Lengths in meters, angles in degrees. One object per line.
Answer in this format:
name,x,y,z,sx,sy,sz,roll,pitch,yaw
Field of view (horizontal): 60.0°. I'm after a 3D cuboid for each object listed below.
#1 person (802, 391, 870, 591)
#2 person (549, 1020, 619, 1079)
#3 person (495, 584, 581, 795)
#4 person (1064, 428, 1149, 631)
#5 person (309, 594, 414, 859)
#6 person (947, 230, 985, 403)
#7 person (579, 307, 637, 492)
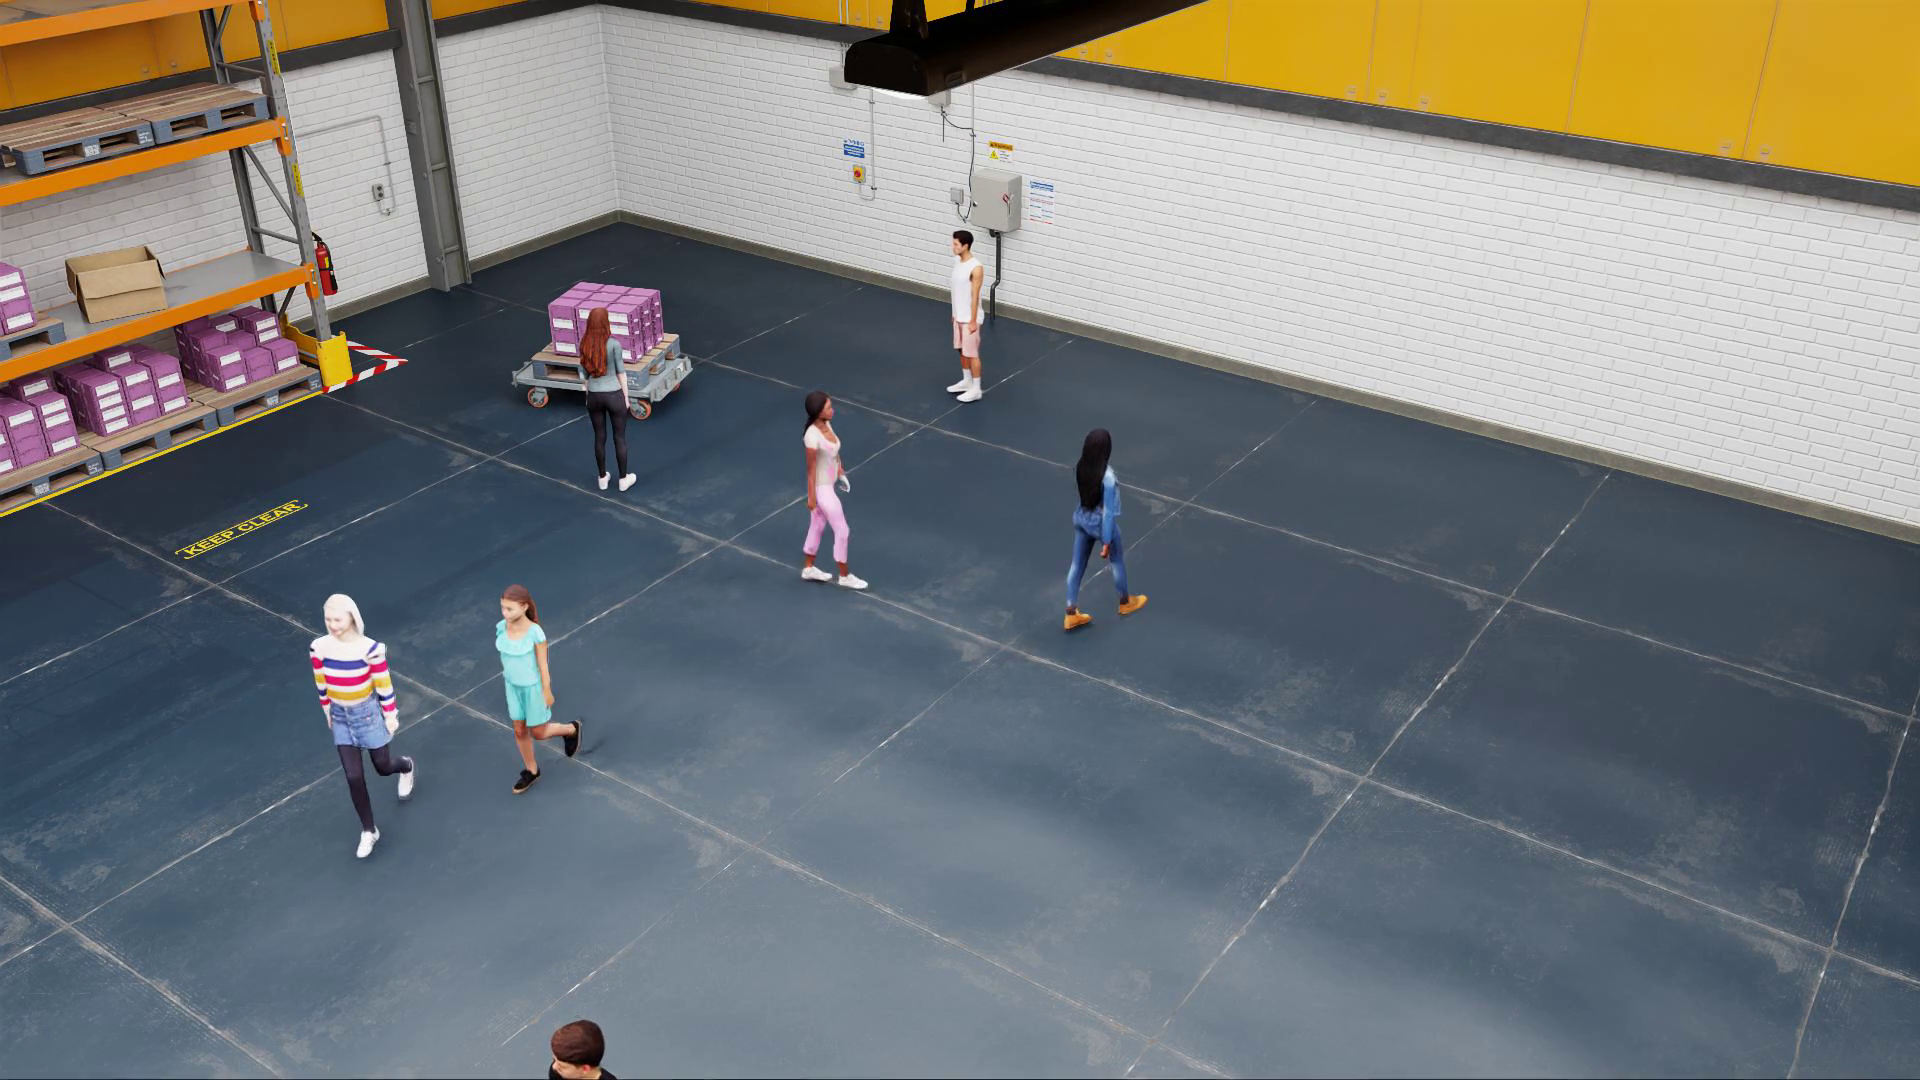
person,-1.208,-0.416,13.571,0.852,1.725,0.870,3,29,6
person,-1.594,2.844,7.452,0.676,1.861,0.582,20,35,33
person,-2.873,0.957,11.241,0.598,1.546,0.853,15,32,25
person,0.983,-0.051,12.940,1.064,1.689,0.834,-20,34,-32
person,-3.824,1.113,10.703,0.983,1.788,1.150,2,29,3
person,0.093,-2.300,16.968,0.742,1.780,0.738,-13,31,-22
person,-3.220,-1.278,15.136,0.642,1.740,0.651,5,29,9
